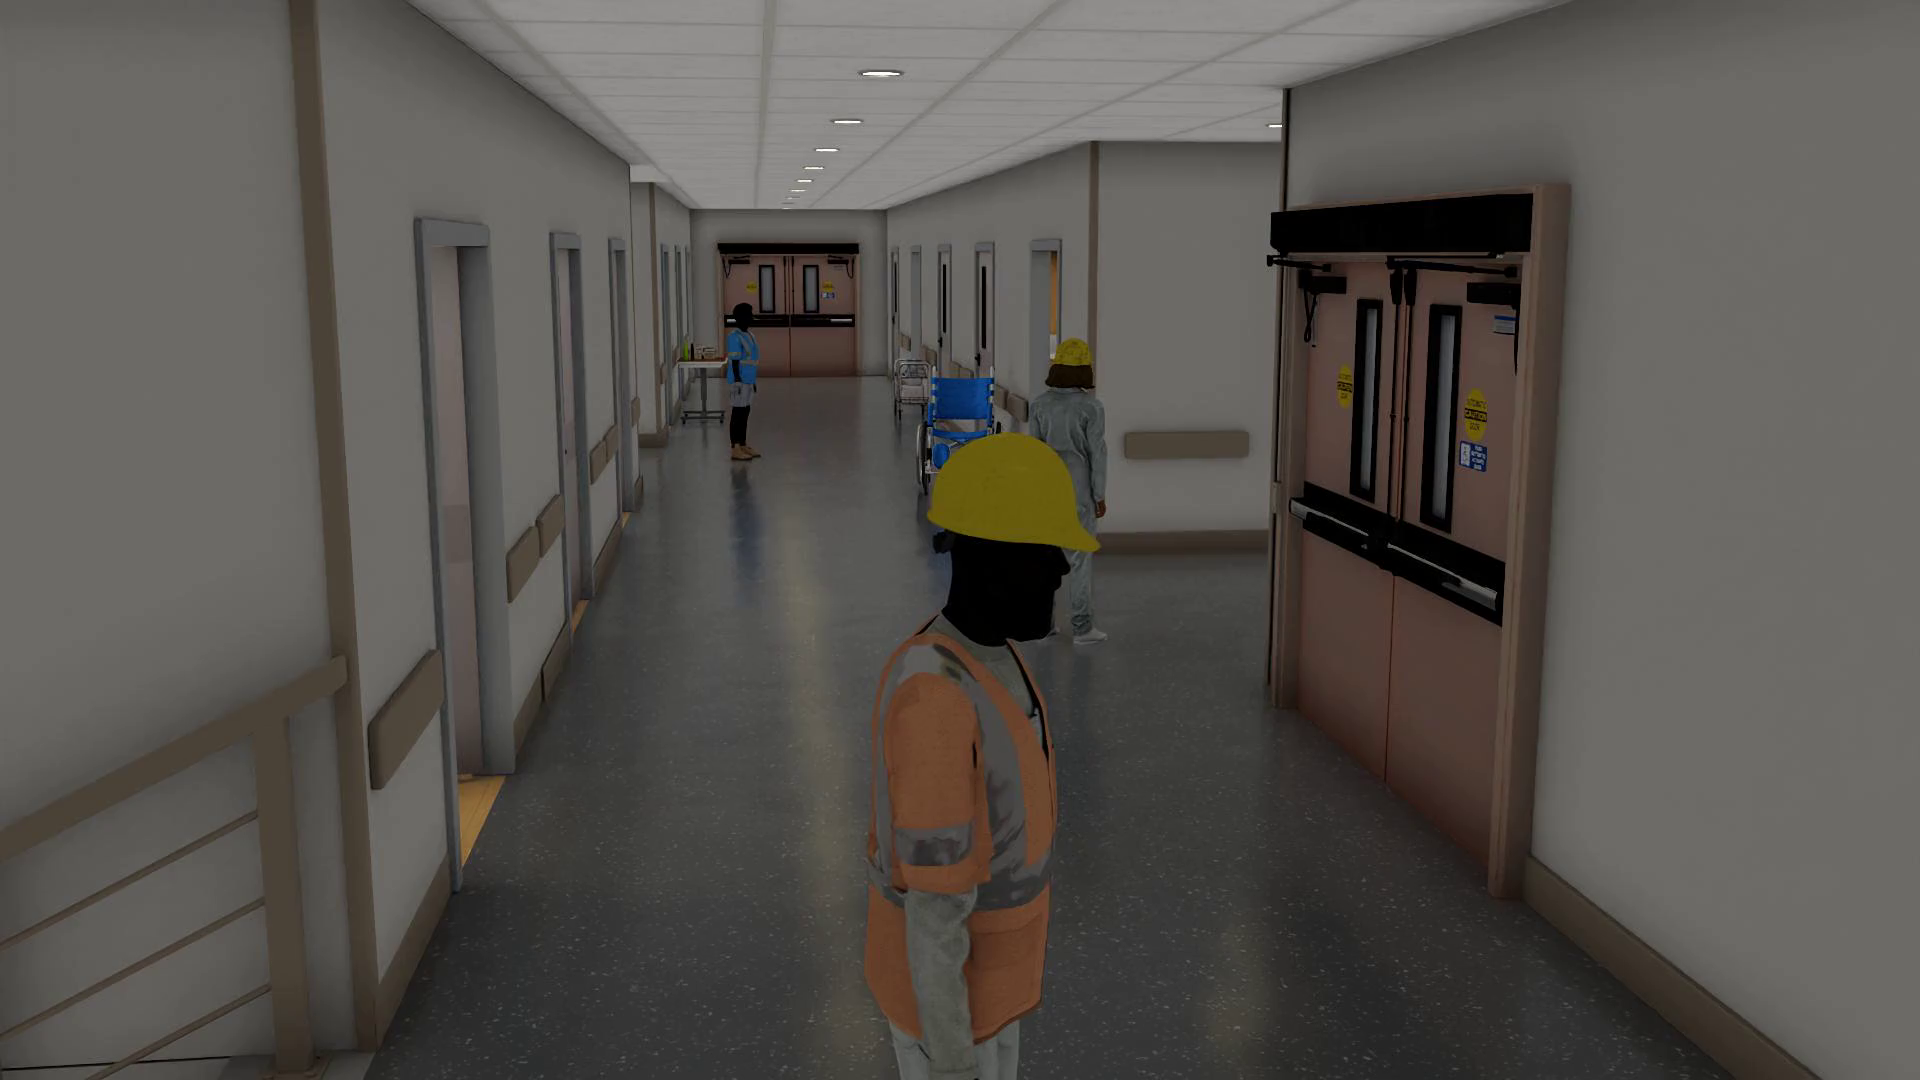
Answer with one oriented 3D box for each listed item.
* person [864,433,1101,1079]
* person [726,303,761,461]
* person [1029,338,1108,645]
[{"bbox_3d":[0.039,0.767,2.935,0.393,1.918,0.585,2,10,11],"label":"person"},{"bbox_3d":[-2.346,-1.714,18.010,0.321,1.697,0.529,2,10,13],"label":"person"},{"bbox_3d":[0.624,-0.277,9.513,0.490,1.743,0.324,6,12,33],"label":"person"}]
